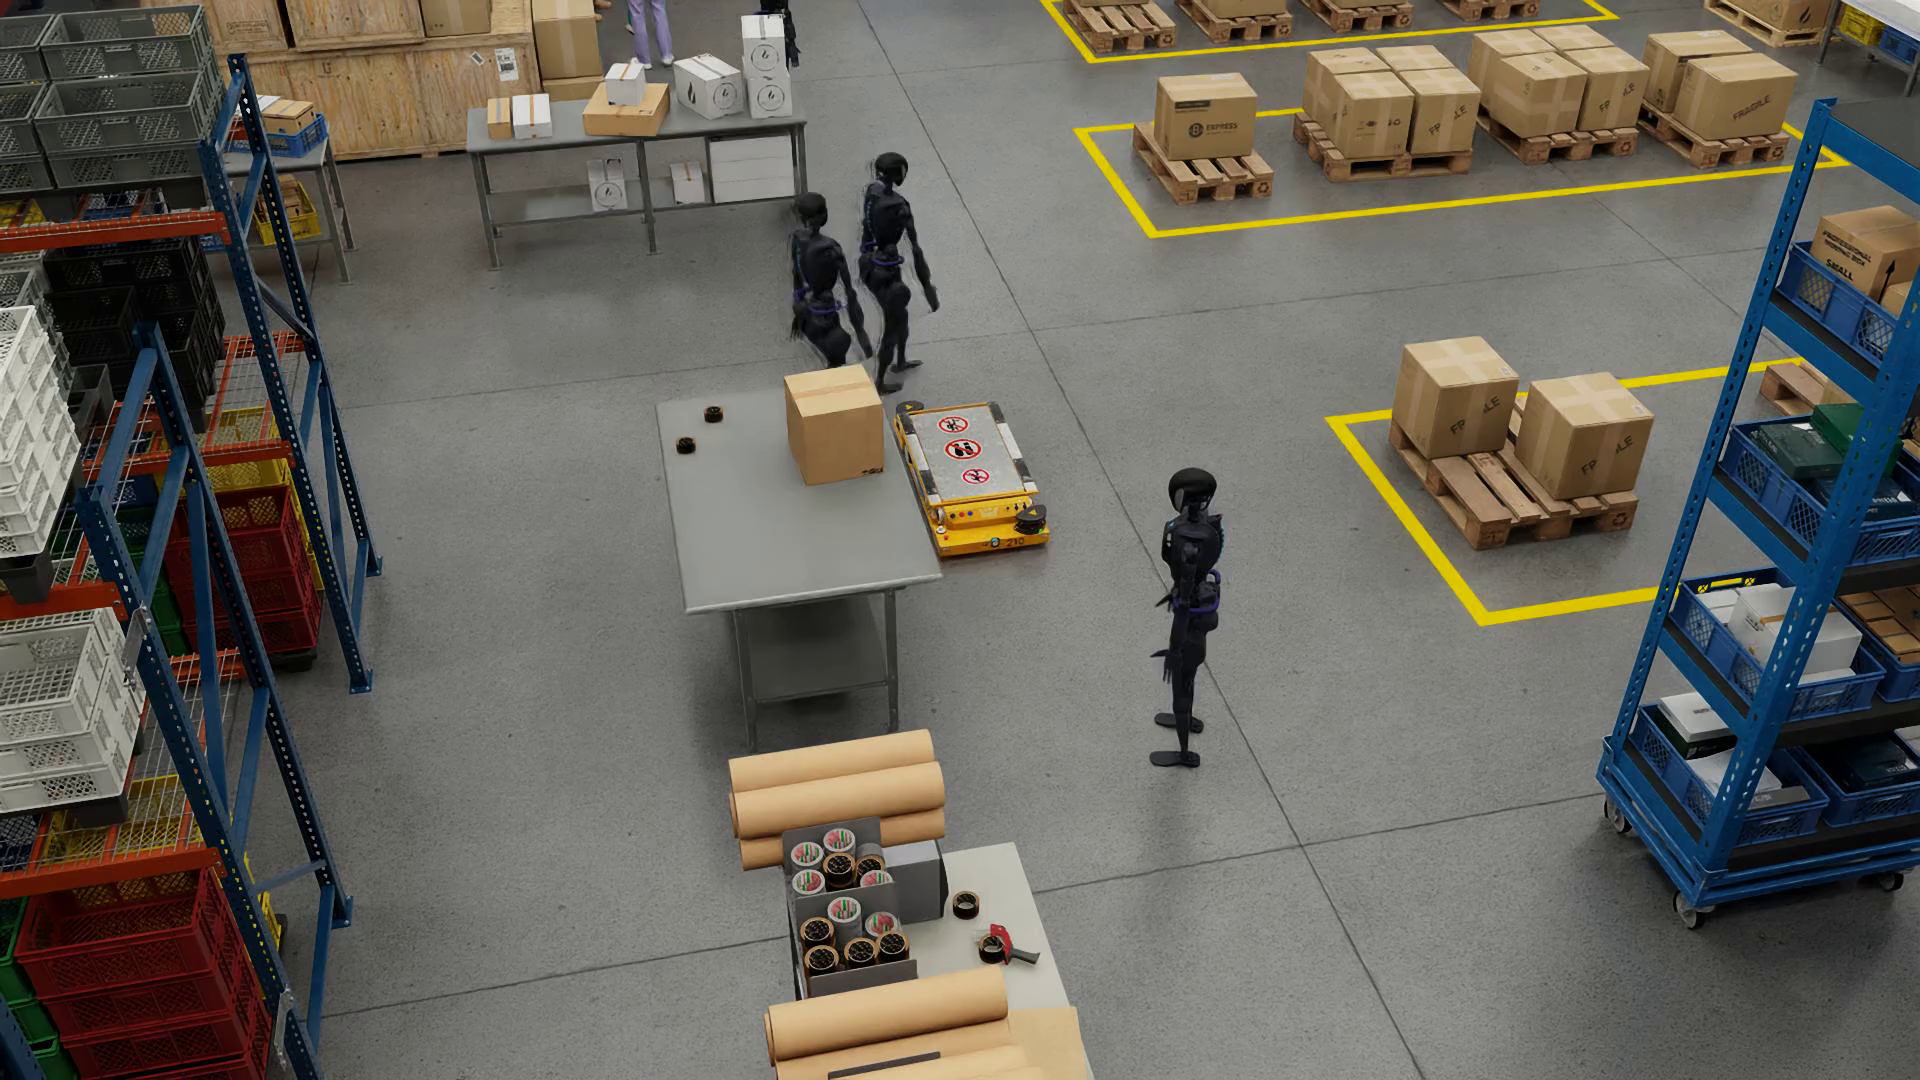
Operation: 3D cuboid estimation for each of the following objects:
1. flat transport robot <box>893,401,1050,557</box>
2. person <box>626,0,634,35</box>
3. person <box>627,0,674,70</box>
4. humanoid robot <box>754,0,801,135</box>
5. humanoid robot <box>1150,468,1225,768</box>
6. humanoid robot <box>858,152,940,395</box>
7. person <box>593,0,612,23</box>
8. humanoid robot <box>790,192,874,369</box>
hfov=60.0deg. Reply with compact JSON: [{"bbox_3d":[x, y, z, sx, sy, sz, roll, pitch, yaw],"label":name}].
[{"bbox_3d":[0.046,-0.430,10.108,0.652,0.197,1.431,-8,37,-10],"label":"flat transport robot"},{"bbox_3d":[-3.134,-5.786,16.075,0.523,1.768,0.306,-9,38,-12],"label":"person"},{"bbox_3d":[-2.964,-5.301,15.305,0.644,1.912,0.407,-18,40,-22],"label":"person"},{"bbox_3d":[-1.548,-4.290,14.127,0.327,1.658,0.584,-19,41,-24],"label":"humanoid robot"},{"bbox_3d":[1.066,0.359,7.889,0.316,1.652,0.579,6,37,7],"label":"humanoid robot"},{"bbox_3d":[-0.397,-1.716,10.681,0.593,1.640,0.591,-18,40,-23],"label":"humanoid robot"},{"bbox_3d":[-3.735,-6.175,16.370,0.539,2.000,0.687,4,37,5],"label":"person"},{"bbox_3d":[-0.850,-1.327,10.178,0.592,1.639,0.598,-23,42,-27],"label":"humanoid robot"}]
